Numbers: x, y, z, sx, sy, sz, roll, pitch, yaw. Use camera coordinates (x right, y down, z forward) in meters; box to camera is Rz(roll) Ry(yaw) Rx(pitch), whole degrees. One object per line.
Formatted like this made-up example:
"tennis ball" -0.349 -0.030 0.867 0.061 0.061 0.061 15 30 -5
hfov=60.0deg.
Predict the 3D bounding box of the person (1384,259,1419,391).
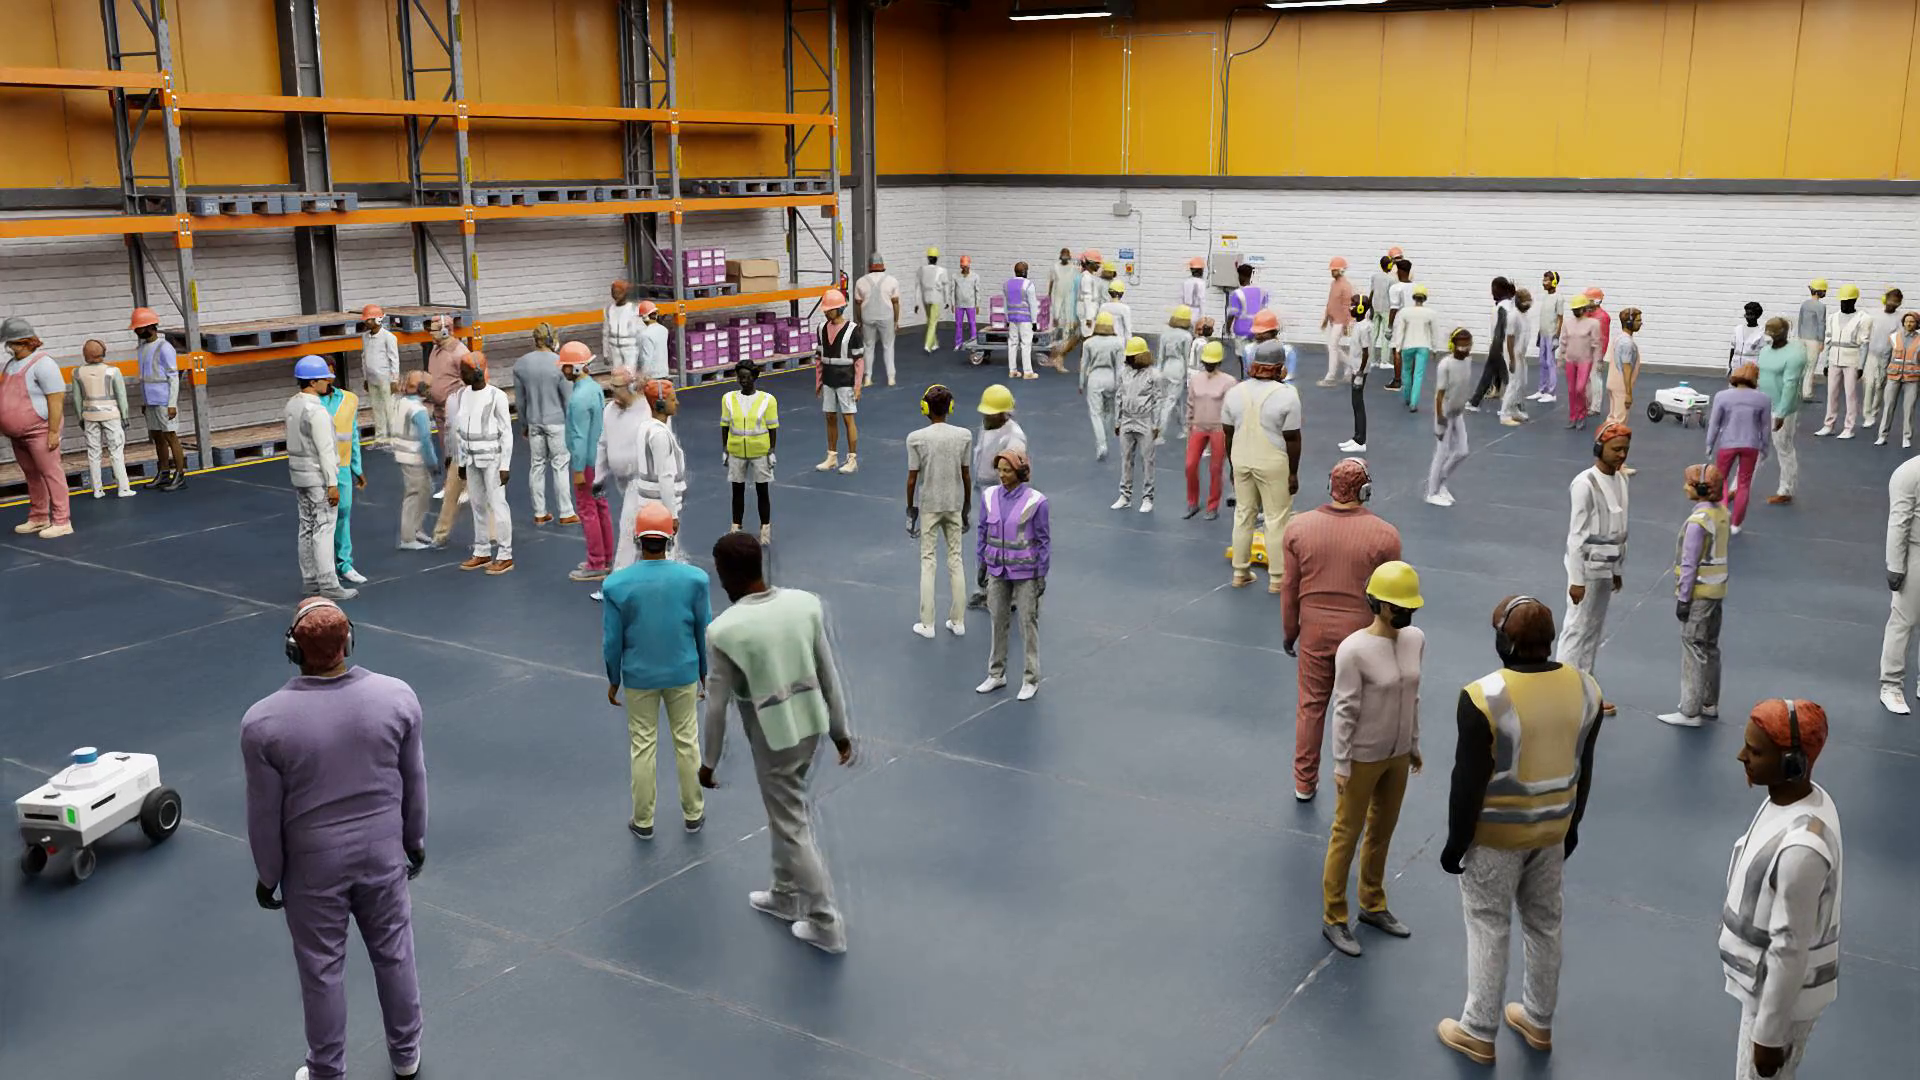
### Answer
"person" 6.636 -3.222 24.946 0.614 1.962 0.366 -7 15 -28

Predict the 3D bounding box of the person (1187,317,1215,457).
"person" 2.820 -1.798 19.508 0.314 1.633 0.519 0 13 2

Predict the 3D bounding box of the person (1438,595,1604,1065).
"person" 2.127 1.112 6.422 0.634 1.839 0.429 -5 14 -19

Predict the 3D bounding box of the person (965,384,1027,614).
"person" 0.293 -0.302 12.678 0.438 1.810 0.634 -6 14 -24

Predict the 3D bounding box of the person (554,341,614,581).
"person" -3.106 -0.652 13.766 0.407 1.985 0.624 1 13 3

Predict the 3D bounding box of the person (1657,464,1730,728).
"person" 4.553 0.340 10.250 0.317 1.632 0.506 12 17 42

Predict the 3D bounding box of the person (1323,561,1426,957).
"person" 1.850 0.946 7.309 0.533 1.765 0.330 -9 16 -33

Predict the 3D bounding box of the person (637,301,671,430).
"person" -3.758 -2.045 20.327 0.347 1.741 0.564 3 13 15

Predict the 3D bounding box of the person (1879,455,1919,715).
"person" 6.132 0.151 10.446 0.646 1.908 0.408 -2 13 -10

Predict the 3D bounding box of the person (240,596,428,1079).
"person" -2.289 1.141 6.144 0.641 1.913 0.407 -9 16 -35

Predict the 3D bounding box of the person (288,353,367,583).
"person" -5.137 -0.564 13.530 0.392 1.915 0.587 11 17 39

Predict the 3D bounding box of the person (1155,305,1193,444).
"person" 2.650 -2.029 20.384 0.914 1.685 0.492 -11 17 -40

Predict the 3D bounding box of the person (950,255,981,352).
"person" 0.096 -4.252 29.917 0.555 1.743 0.357 2 13 10

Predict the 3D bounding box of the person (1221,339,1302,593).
"person" 2.477 -0.604 13.426 0.681 2.000 0.536 12 17 41

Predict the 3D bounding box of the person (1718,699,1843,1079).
"person" 2.514 1.390 5.145 0.343 1.878 0.583 6 14 25

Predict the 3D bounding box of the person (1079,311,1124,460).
"person" 1.664 -1.805 19.354 0.486 1.713 0.819 -2 13 -8

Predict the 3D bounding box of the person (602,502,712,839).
"person" -1.542 0.667 8.540 0.568 1.751 0.329 -4 14 -17

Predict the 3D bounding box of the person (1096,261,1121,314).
"person" 2.514 -3.948 28.654 0.494 1.709 0.858 -9 16 -35

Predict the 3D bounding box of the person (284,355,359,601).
"person" -5.058 -0.483 13.102 0.615 1.945 0.400 13 18 43

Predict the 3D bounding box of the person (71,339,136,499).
"person" -8.772 -1.233 17.021 0.520 1.645 0.307 -1 13 -6

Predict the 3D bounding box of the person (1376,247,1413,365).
"person" 7.292 -3.923 27.974 0.628 1.981 0.435 -3 13 -11

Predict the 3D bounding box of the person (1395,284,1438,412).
"person" 6.333 -2.670 23.050 0.548 1.719 0.904 4 14 18

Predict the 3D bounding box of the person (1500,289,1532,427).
"person" 7.265 -2.375 21.638 0.379 1.804 0.683 10 16 36

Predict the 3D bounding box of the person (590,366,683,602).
"person" -2.582 -0.480 13.321 1.002 1.853 0.632 -12 18 -42

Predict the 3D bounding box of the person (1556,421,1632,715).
"person" 3.937 0.196 10.306 0.574 1.881 0.357 -12 18 -43

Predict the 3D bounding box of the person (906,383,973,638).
"person" -0.148 -0.209 12.123 0.504 1.861 0.328 -3 13 -13

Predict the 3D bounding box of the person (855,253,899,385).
"person" -1.262 -3.411 25.603 0.685 2.000 0.535 1 13 4

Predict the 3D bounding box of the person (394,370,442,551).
"person" -4.815 -0.702 14.761 0.469 1.617 0.533 -8 15 -31

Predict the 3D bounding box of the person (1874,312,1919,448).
"person" 11.404 -1.939 20.095 0.513 1.641 0.309 10 16 37

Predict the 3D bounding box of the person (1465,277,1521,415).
"person" 7.228 -2.625 22.567 0.947 1.870 0.615 5 14 21

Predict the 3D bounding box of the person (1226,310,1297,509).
"person" 2.988 -1.267 16.413 0.609 1.980 1.058 9 16 34

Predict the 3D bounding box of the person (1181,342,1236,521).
"person" 2.378 -1.031 15.945 0.519 1.741 0.498 7 15 28

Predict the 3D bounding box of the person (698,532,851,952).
"person" -0.830 0.885 7.357 0.771 1.857 0.619 12 17 42

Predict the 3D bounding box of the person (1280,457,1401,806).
"person" 2.051 0.499 8.935 0.652 1.906 0.403 7 15 27

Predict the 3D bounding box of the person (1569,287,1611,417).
"person" 8.518 -2.544 22.475 0.345 1.746 0.573 -2 13 -9

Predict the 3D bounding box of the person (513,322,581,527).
"person" -3.894 -1.082 15.730 0.628 1.936 0.377 4 14 17

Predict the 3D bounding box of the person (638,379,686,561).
"person" -2.171 -0.236 12.176 0.354 1.883 0.573 -5 14 -22
